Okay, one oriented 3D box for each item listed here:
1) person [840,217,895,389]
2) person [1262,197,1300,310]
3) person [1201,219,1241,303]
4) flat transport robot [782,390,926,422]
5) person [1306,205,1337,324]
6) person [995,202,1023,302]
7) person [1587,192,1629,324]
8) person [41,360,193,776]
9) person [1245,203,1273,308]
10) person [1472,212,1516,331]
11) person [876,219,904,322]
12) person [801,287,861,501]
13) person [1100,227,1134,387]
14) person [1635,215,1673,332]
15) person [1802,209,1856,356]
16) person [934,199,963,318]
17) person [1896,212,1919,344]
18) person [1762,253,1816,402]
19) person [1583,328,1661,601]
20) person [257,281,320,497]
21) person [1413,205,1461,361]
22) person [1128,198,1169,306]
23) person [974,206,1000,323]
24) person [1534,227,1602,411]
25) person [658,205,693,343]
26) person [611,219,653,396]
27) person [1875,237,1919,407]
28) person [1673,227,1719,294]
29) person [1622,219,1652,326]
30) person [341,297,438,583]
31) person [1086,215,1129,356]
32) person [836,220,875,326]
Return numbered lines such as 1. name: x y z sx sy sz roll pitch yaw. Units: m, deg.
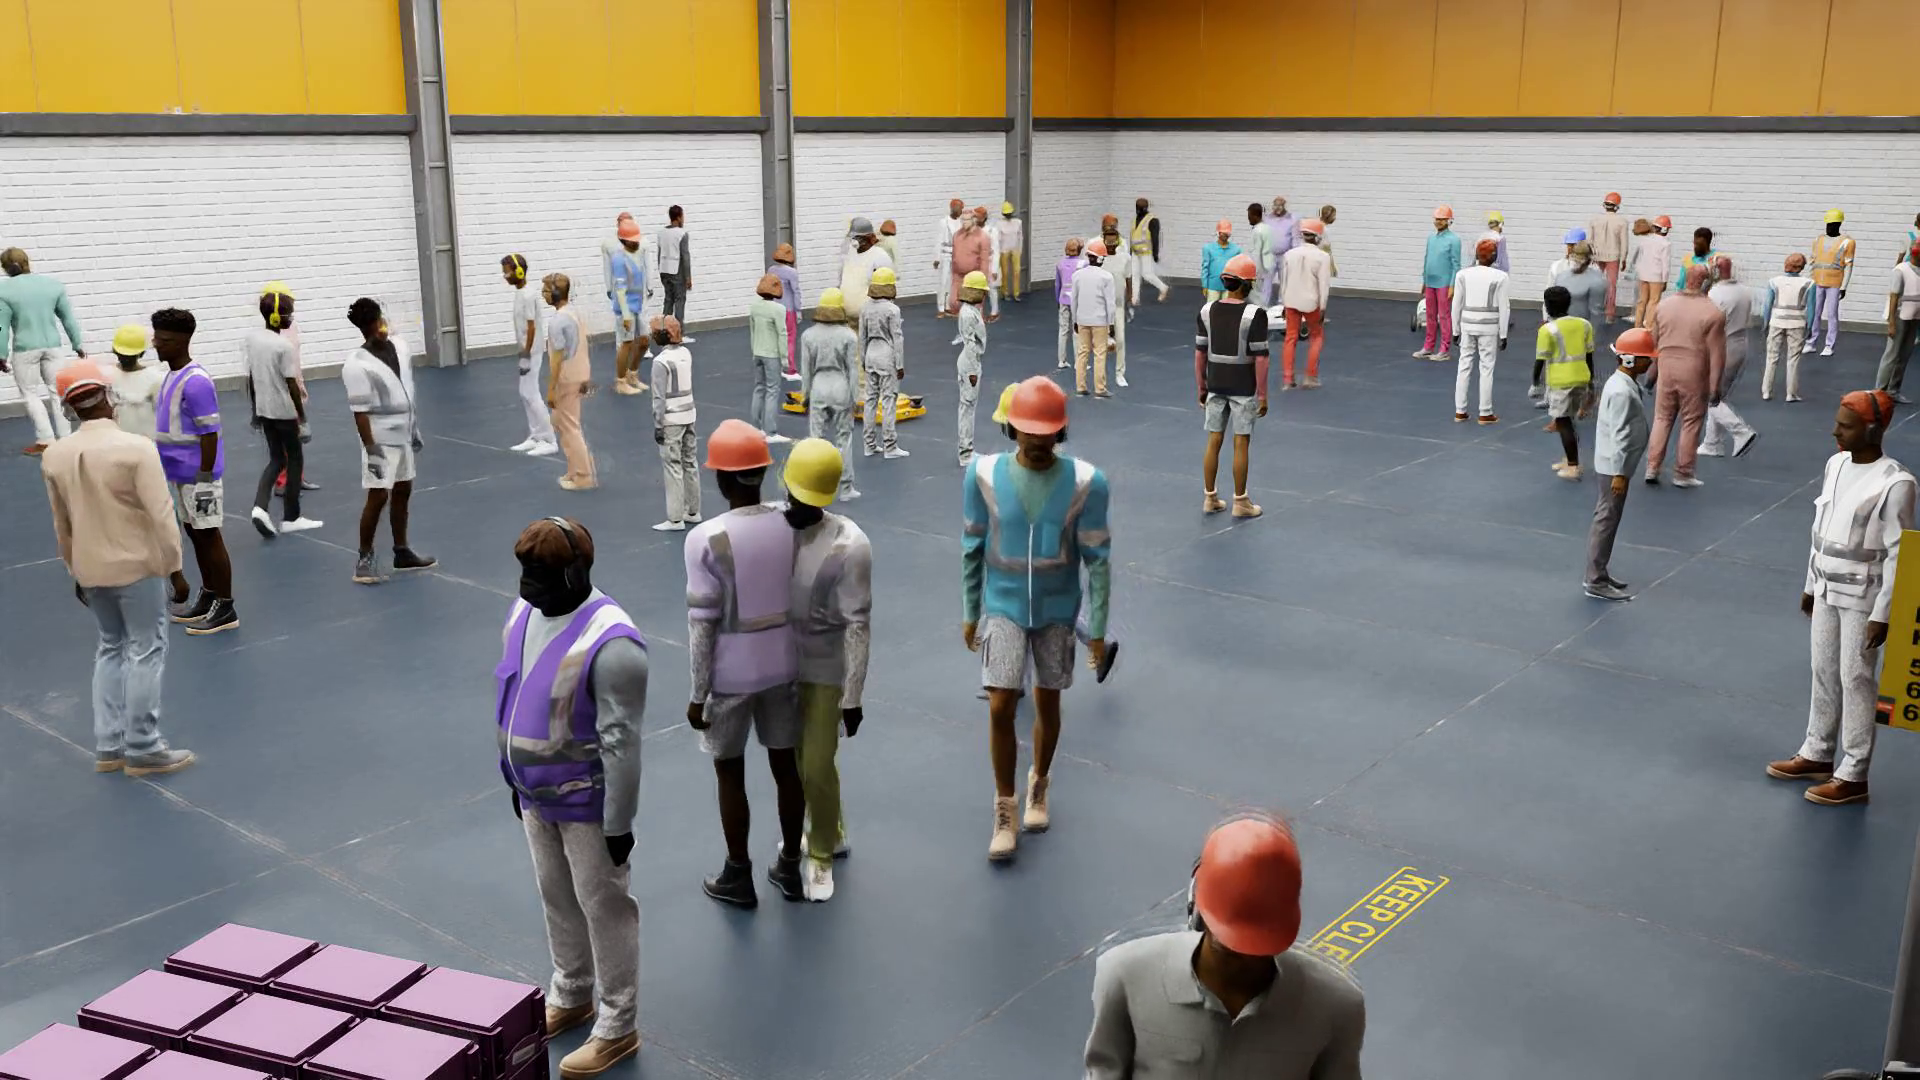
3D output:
1. person: -1.072 -2.519 18.240 0.536 2.000 0.688 -13 19 -41
2. person: 5.101 -4.546 26.700 0.647 1.871 0.926 4 15 17
3. person: 3.557 -3.482 22.664 0.563 1.754 0.321 -3 14 -10
4. flat transport robot: -1.125 -1.446 17.541 1.431 0.197 0.652 10 17 33
5. person: 5.484 -4.143 25.178 0.588 1.813 0.580 0 14 0
6. person: 0.842 -4.935 28.548 0.540 1.703 0.744 -4 15 -15
7. person: 9.949 -4.332 25.577 0.626 1.992 0.387 11 18 38
8. person: -3.917 0.155 7.744 0.669 1.958 0.386 5 15 18
9. person: 4.356 -3.985 24.409 0.452 1.884 0.658 4 15 15
10. person: 7.749 -3.889 24.287 0.971 1.773 0.615 -3 14 -13
11. person: -1.171 -4.086 25.379 0.727 1.604 0.525 -11 18 -37
12. person: -1.040 -1.163 13.467 0.492 1.754 0.371 4 14 14
13. person: 1.753 -2.703 19.345 0.525 1.861 0.337 -1 14 -3
14. person: 9.983 -3.770 23.852 0.369 1.742 0.558 -4 15 -17
15. person: 11.473 -3.403 22.002 0.367 1.927 0.587 -9 17 -32
16. person: -0.182 -4.437 26.268 0.359 1.871 0.718 11 18 37
17. person: 13.313 -3.651 23.163 0.520 1.843 0.331 11 18 38
18. person: 9.123 -2.337 18.332 0.525 1.637 0.307 11 18 38
19. person: 4.273 -0.496 10.738 0.343 1.749 0.573 5 15 19
20. person: -5.544 -1.239 13.676 0.304 1.772 0.529 2 14 6
21. person: 6.203 -3.327 21.559 0.380 1.994 0.623 -6 15 -24
22. person: 3.152 -4.853 28.027 0.633 1.819 0.657 -9 17 -32
23. person: 0.378 -4.164 25.314 0.583 1.811 1.063 6 15 24
24. person: 6.478 -2.339 17.700 0.378 1.949 0.614 -11 18 -37
25. person: -3.986 -3.707 23.293 0.610 1.904 0.423 11 18 36
26. person: -3.689 -2.584 18.595 0.561 1.993 0.623 4 15 17
27. person: 10.245 -2.371 18.064 0.564 1.836 0.380 -8 16 -30
28. person: 8.408 -2.619 18.984 0.873 1.863 0.727 -6 15 -24
29. person: 10.316 -4.084 25.357 0.514 1.600 0.727 -8 16 -28
30. person: -3.848 -0.678 11.146 0.394 1.922 0.709 3 14 13
31. person: 2.009 -3.354 21.983 0.588 1.832 0.976 -7 16 -27
32. person: -1.402 -3.426 22.413 0.684 1.774 0.444 7 16 26
